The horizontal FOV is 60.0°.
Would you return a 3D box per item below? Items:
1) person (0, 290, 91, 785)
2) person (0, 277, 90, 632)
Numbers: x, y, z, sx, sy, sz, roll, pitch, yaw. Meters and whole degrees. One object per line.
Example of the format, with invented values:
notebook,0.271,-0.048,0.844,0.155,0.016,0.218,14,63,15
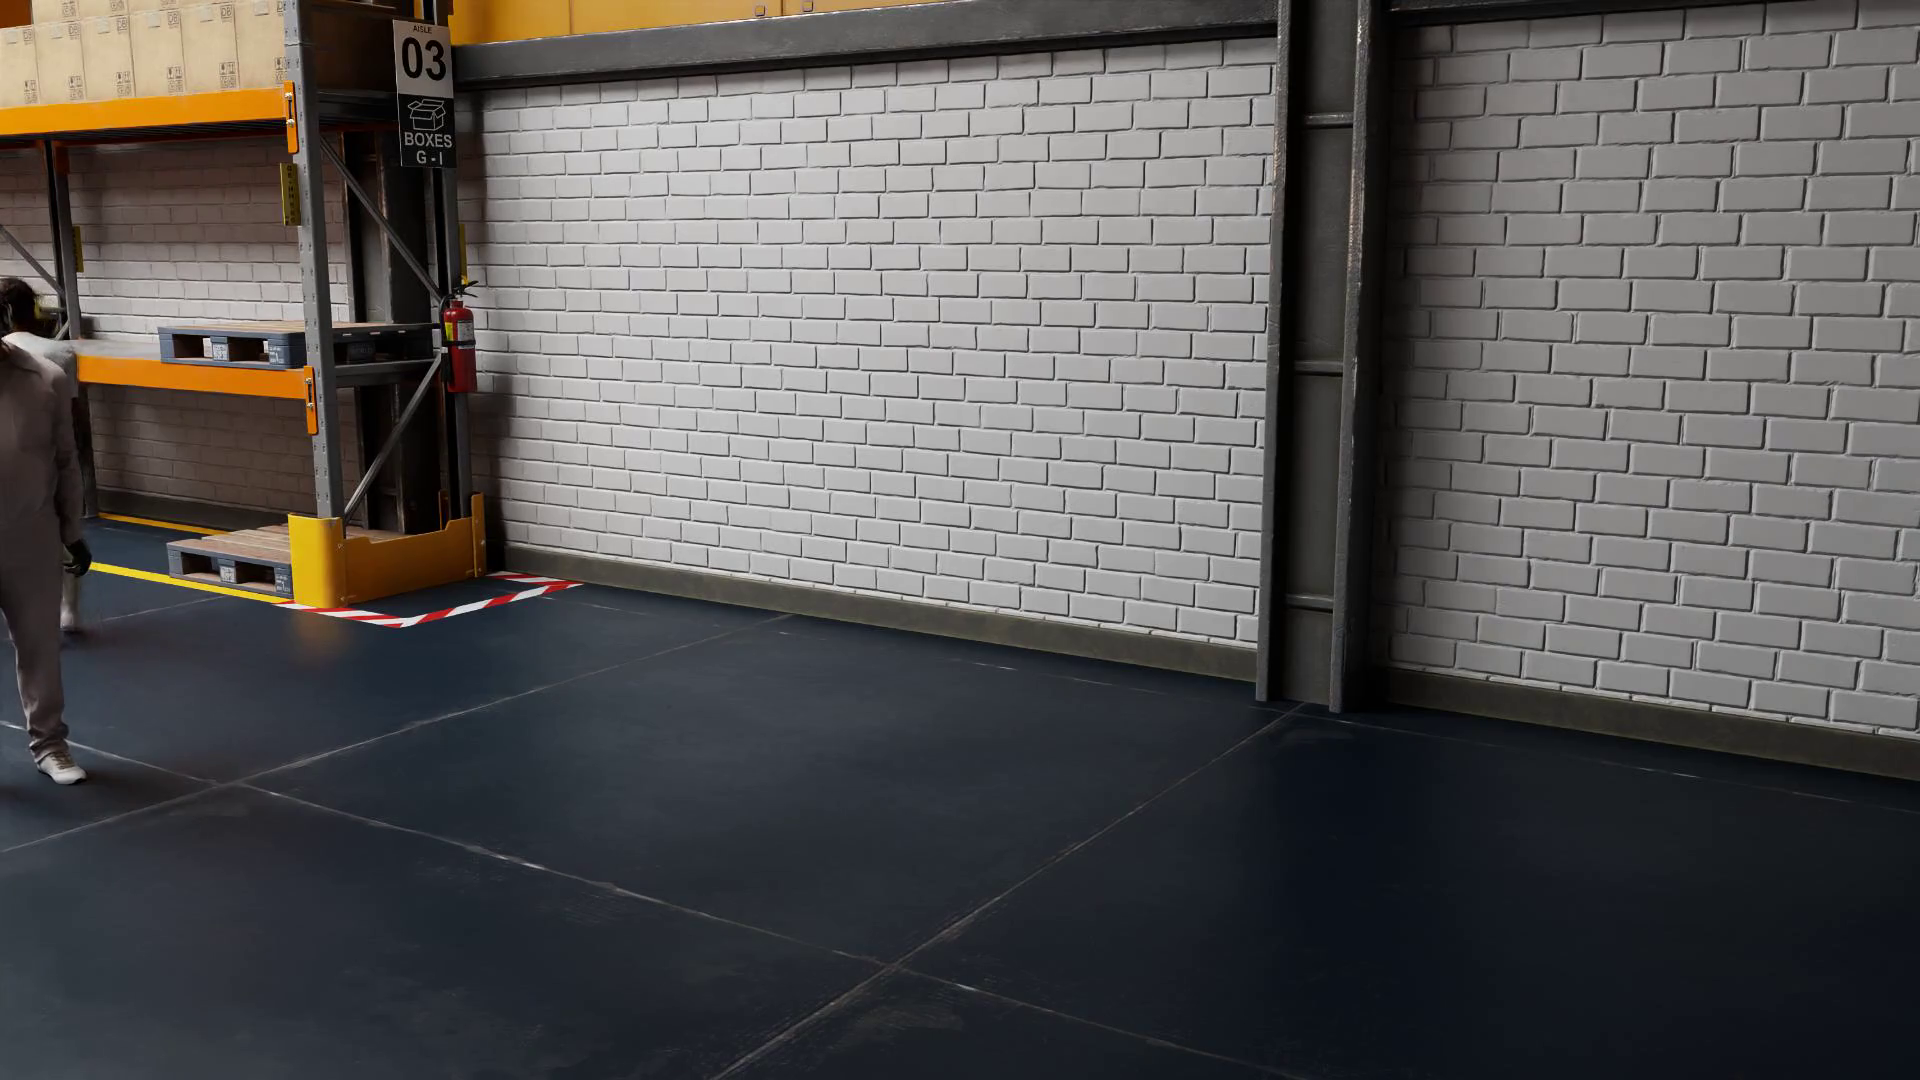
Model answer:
person,-3.508,-0.008,6.043,0.636,1.911,0.404,-9,13,-40
person,-4.658,-0.377,8.298,0.493,1.837,0.630,-9,13,-40
